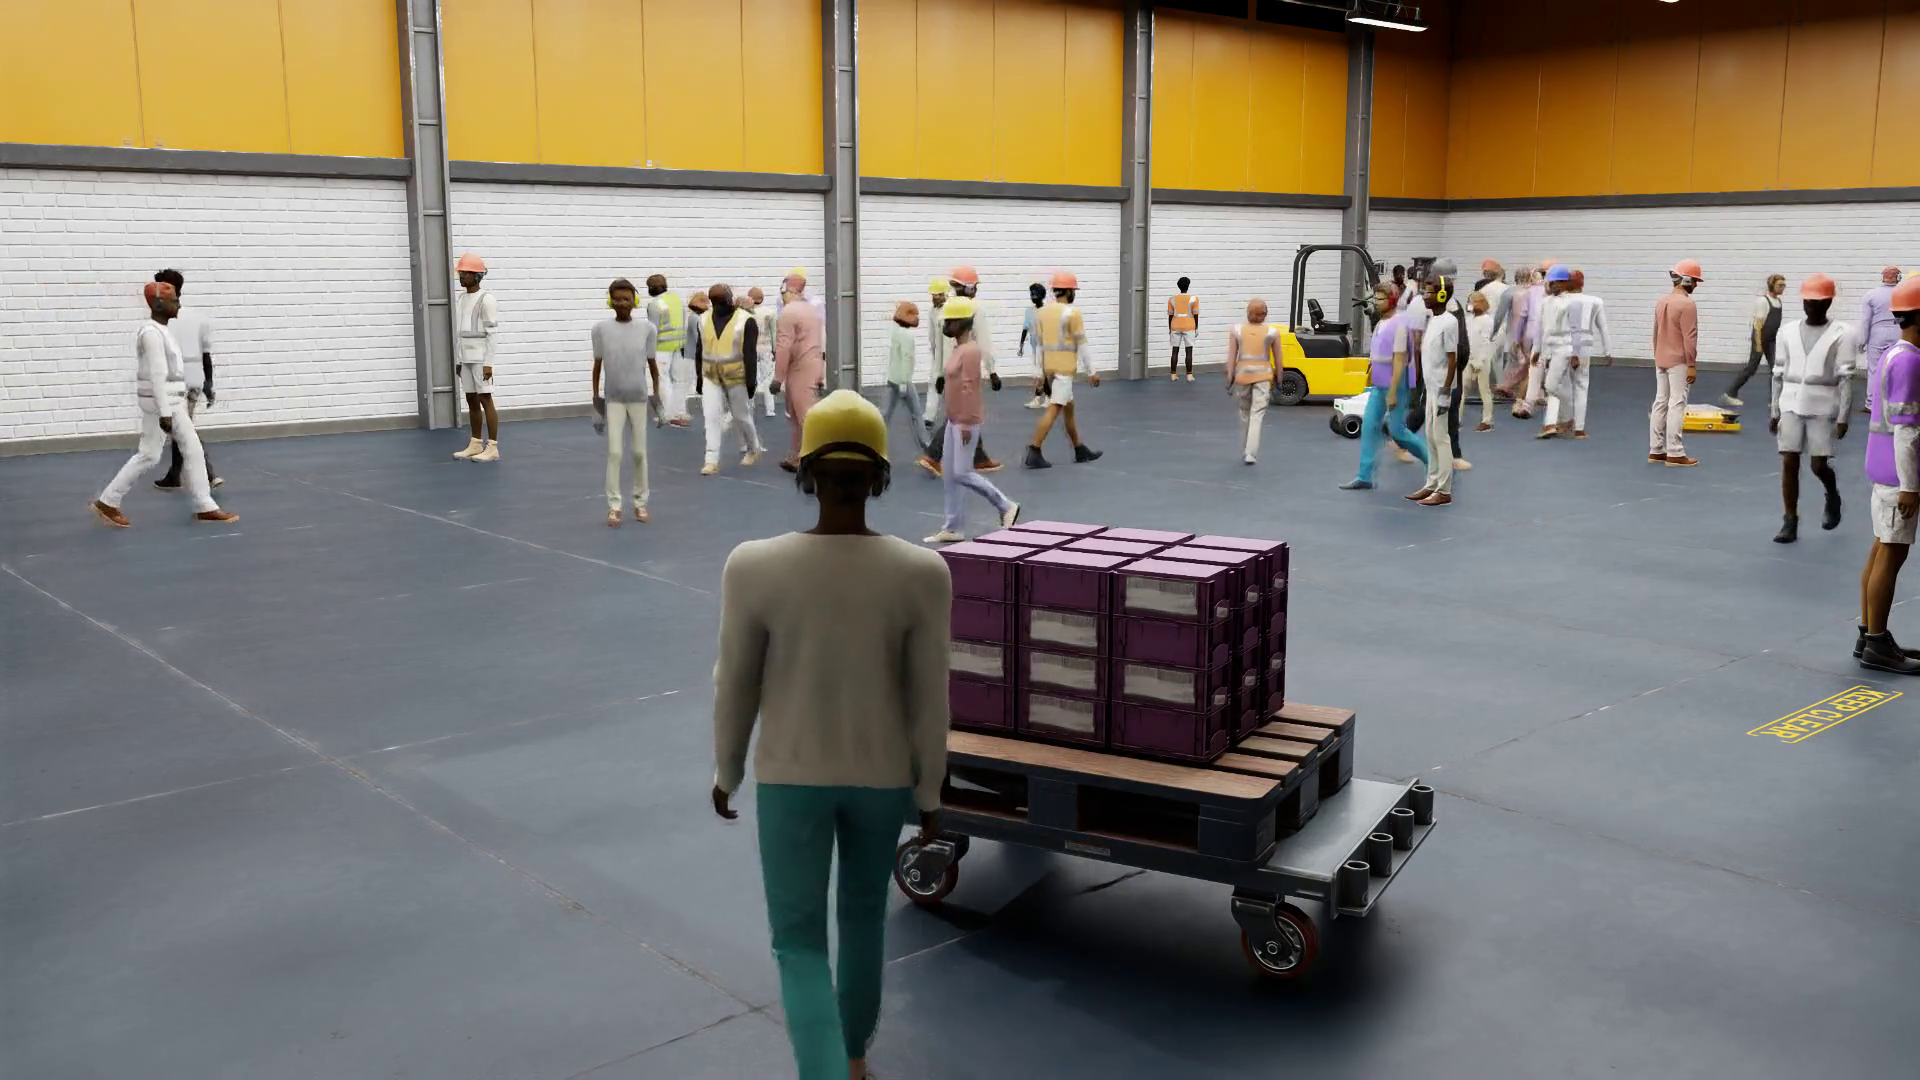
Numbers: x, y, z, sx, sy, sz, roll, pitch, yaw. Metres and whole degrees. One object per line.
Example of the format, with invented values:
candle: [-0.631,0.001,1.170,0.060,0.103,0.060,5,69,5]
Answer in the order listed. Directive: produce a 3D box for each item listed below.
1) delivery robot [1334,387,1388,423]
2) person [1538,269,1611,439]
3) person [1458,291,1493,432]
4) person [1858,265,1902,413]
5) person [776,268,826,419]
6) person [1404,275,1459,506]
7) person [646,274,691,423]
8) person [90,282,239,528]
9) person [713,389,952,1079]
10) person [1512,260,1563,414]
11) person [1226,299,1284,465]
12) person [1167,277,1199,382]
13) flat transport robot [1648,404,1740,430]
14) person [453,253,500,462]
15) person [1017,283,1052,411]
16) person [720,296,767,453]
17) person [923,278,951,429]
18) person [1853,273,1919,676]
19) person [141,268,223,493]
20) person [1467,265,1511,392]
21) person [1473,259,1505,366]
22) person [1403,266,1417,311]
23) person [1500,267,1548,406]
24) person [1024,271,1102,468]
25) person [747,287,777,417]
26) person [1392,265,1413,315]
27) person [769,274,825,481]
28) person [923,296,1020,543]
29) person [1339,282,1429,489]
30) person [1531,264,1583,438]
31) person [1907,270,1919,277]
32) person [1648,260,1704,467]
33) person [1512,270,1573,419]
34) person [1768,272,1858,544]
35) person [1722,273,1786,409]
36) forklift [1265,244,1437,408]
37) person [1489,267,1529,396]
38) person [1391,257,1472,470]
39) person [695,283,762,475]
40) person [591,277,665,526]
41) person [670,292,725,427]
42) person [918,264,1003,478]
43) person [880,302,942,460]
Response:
delivery robot: [4.569,-1.471,18.621,0.707,0.478,0.477,0,10,-2]
person: [6.824,-2.036,18.344,0.794,1.883,0.513,1,10,7]
person: [5.843,-2.035,19.085,0.721,1.604,0.515,-3,10,-15]
person: [11.908,-2.568,21.382,0.640,1.904,0.401,3,10,18]
person: [-1.965,-2.394,20.474,0.618,1.873,0.810,-2,10,-11]
person: [3.867,-1.211,13.528,0.332,1.874,0.520,0,10,0]
person: [-3.563,-2.329,20.286,0.431,1.814,0.764,5,11,25]
person: [-6.018,-1.002,12.411,0.967,1.846,0.584,-2,10,-14]
person: [-0.271,0.535,3.717,0.529,1.737,0.848,-2,10,-14]
person: [7.438,-2.570,21.186,1.110,1.968,0.657,-6,11,-32]
person: [2.905,-1.558,16.342,0.539,1.588,0.879,4,10,20]
person: [3.607,-3.402,26.886,0.531,1.694,0.320,4,11,23]
flat transport robot: [8.681,-1.467,19.702,0.652,0.197,1.431,1,10,8]
person: [-4.790,-1.792,16.410,0.608,2.048,0.365,8,13,41]
person: [1.010,-2.518,21.768,0.813,1.655,0.567,-9,13,-43]
person: [-2.286,-1.669,16.926,0.611,1.616,0.521,-5,11,-26]
person: [-0.116,-2.187,19.558,0.954,1.780,0.630,-9,13,-42]
person: [4.616,-0.324,8.123,0.347,1.943,0.544,4,11,23]
person: [-6.613,-1.342,14.137,0.974,1.930,0.612,5,11,28]
person: [7.906,-3.151,24.855,0.943,1.886,0.658,-3,10,-18]
person: [9.405,-3.990,29.522,0.711,1.974,0.617,-8,13,-40]
person: [8.260,-4.079,30.409,0.633,1.839,0.429,-2,10,-14]
person: [7.783,-2.785,22.739,0.659,1.876,0.850,-9,13,-43]
person: [0.973,-1.638,16.016,1.018,1.891,0.563,-7,12,-34]
person: [-2.542,-2.351,20.881,0.510,1.639,0.308,-1,10,-6]
person: [7.115,-3.514,27.034,0.596,1.865,0.980,-4,10,-20]
person: [-1.472,-1.485,15.216,0.725,1.858,0.718,3,10,15]
person: [0.068,-0.832,11.672,0.584,1.749,0.533,-3,10,-15]
person: [3.767,-1.317,14.341,0.838,1.811,0.570,-1,10,-8]
person: [6.613,-2.080,18.454,0.444,1.932,0.629,-2,10,-11]
person: [13.179,-2.824,23.121,0.596,1.825,0.403,5,11,26]
person: [6.939,-1.706,16.088,0.393,1.985,0.611,-1,10,-9]
person: [7.339,-2.427,20.695,0.986,1.852,0.667,-7,12,-34]
person: [6.058,-0.937,11.797,0.636,1.917,0.548,-9,13,-41]
person: [10.625,-2.637,22.115,0.518,1.810,0.887,-6,11,-31]
forklift: [5.256,-2.933,22.661,2.313,2.155,1.214,3,10,16]
person: [7.957,-2.932,23.638,0.639,1.874,1.075,-4,11,-24]
person: [4.534,-1.693,15.849,0.689,2.000,0.745,-7,12,-35]
person: [-2.179,-1.536,15.679,0.645,1.790,0.943,3,10,15]
person: [-2.526,-1.046,12.583,0.530,1.870,0.343,-3,10,-15]
person: [-3.070,-2.121,19.649,0.821,1.581,0.536,-2,10,-12]
person: [-0.018,-1.555,15.331,1.004,1.958,0.624,-7,12,-35]
person: [-0.574,-1.537,16.278,0.882,1.580,0.511,-4,10,-22]
